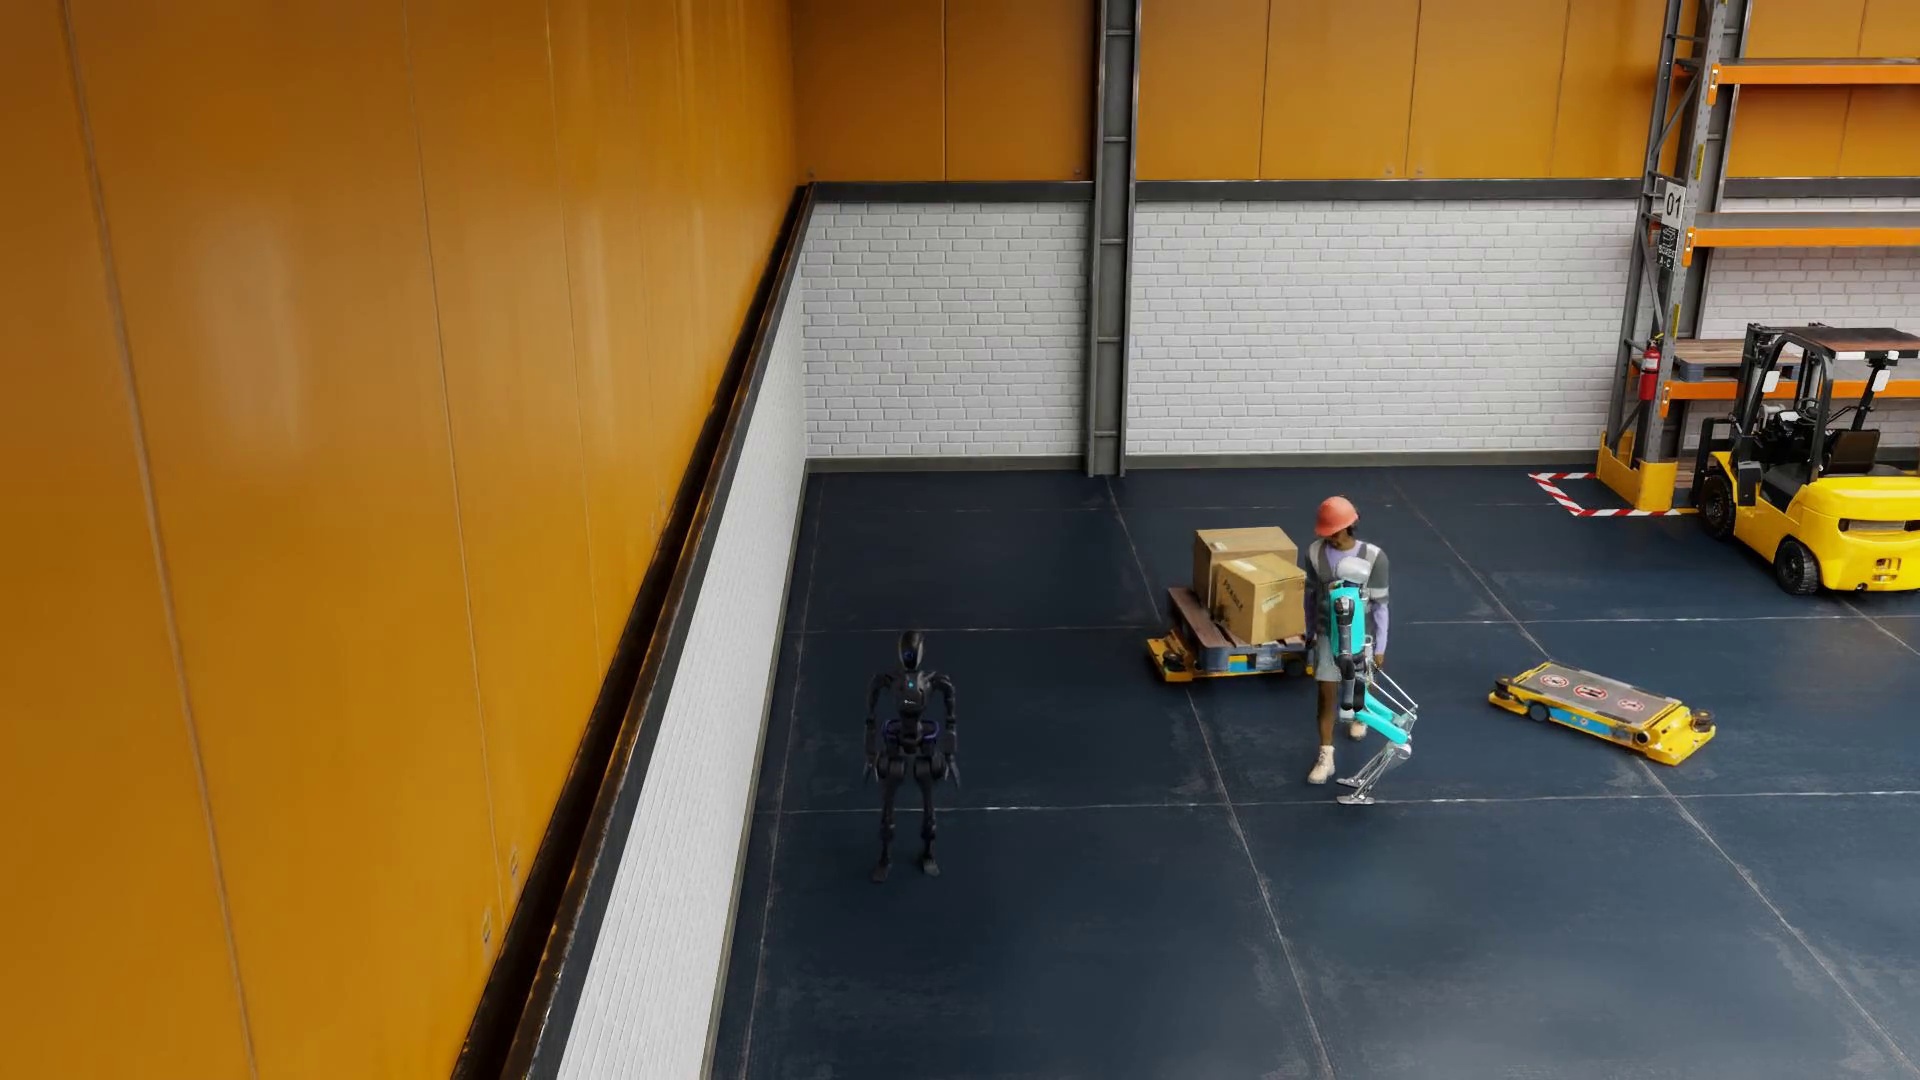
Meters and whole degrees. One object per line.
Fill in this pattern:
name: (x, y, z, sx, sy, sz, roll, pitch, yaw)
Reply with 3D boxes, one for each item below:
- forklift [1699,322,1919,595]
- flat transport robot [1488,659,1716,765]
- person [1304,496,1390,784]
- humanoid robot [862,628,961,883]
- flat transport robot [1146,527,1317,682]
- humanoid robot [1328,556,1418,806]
forklift: (7.809, -0.792, 14.926, 1.214, 2.155, 2.313, -1, 20, -2)
flat transport robot: (4.694, 1.240, 12.192, 0.659, 0.231, 1.431, -19, 27, -41)
person: (2.661, 0.613, 11.413, 0.661, 1.988, 0.961, 12, 23, 29)
humanoid robot: (-0.291, 1.298, 10.021, 0.602, 1.671, 0.367, 0, 20, 0)
flat transport robot: (2.250, 0.874, 13.184, 1.431, 0.231, 0.659, -3, 20, -7)
humanoid robot: (2.701, 0.930, 10.719, 0.735, 1.677, 0.533, 6, 21, 15)
